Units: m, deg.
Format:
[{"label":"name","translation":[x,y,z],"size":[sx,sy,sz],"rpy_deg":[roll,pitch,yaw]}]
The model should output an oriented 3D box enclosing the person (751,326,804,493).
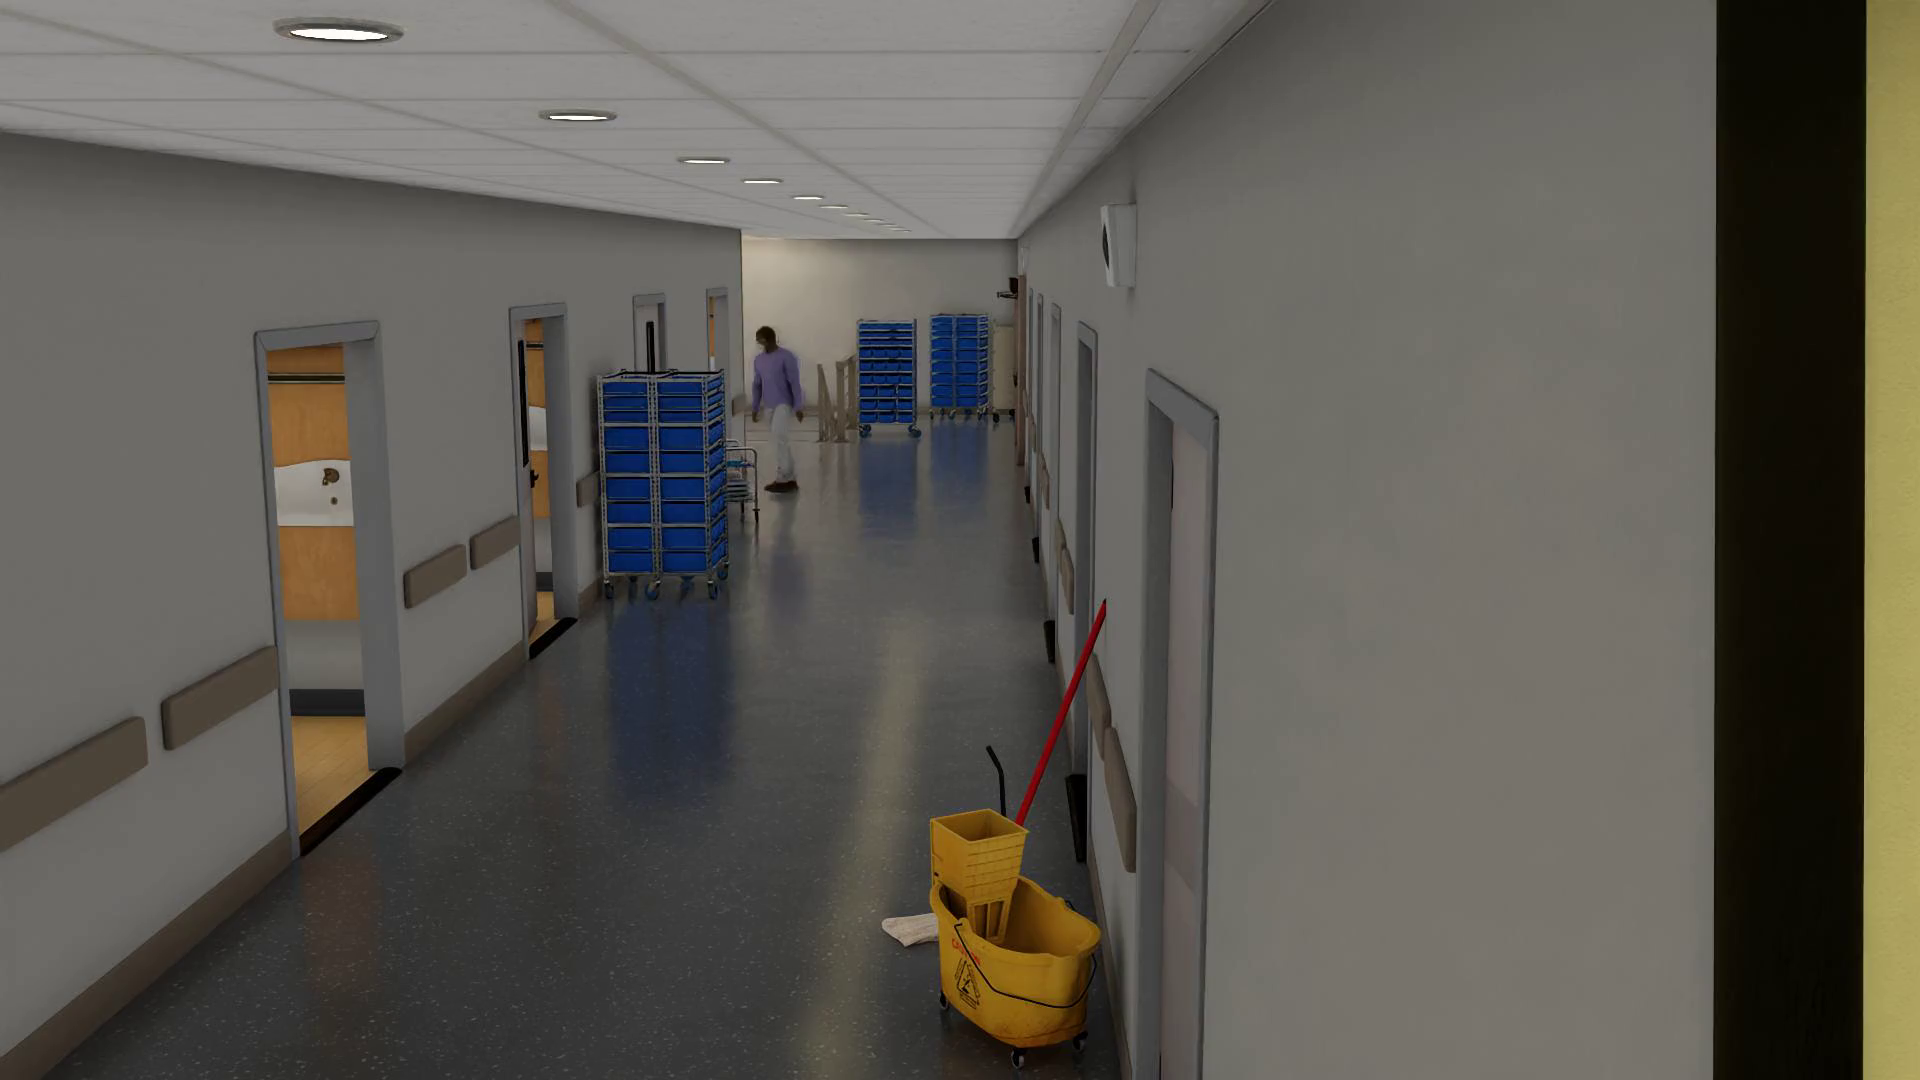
[{"label":"person","translation":[-2.161,-1.486,19.018],"size":[0.657,1.893,0.784],"rpy_deg":[8,12,39]}]
